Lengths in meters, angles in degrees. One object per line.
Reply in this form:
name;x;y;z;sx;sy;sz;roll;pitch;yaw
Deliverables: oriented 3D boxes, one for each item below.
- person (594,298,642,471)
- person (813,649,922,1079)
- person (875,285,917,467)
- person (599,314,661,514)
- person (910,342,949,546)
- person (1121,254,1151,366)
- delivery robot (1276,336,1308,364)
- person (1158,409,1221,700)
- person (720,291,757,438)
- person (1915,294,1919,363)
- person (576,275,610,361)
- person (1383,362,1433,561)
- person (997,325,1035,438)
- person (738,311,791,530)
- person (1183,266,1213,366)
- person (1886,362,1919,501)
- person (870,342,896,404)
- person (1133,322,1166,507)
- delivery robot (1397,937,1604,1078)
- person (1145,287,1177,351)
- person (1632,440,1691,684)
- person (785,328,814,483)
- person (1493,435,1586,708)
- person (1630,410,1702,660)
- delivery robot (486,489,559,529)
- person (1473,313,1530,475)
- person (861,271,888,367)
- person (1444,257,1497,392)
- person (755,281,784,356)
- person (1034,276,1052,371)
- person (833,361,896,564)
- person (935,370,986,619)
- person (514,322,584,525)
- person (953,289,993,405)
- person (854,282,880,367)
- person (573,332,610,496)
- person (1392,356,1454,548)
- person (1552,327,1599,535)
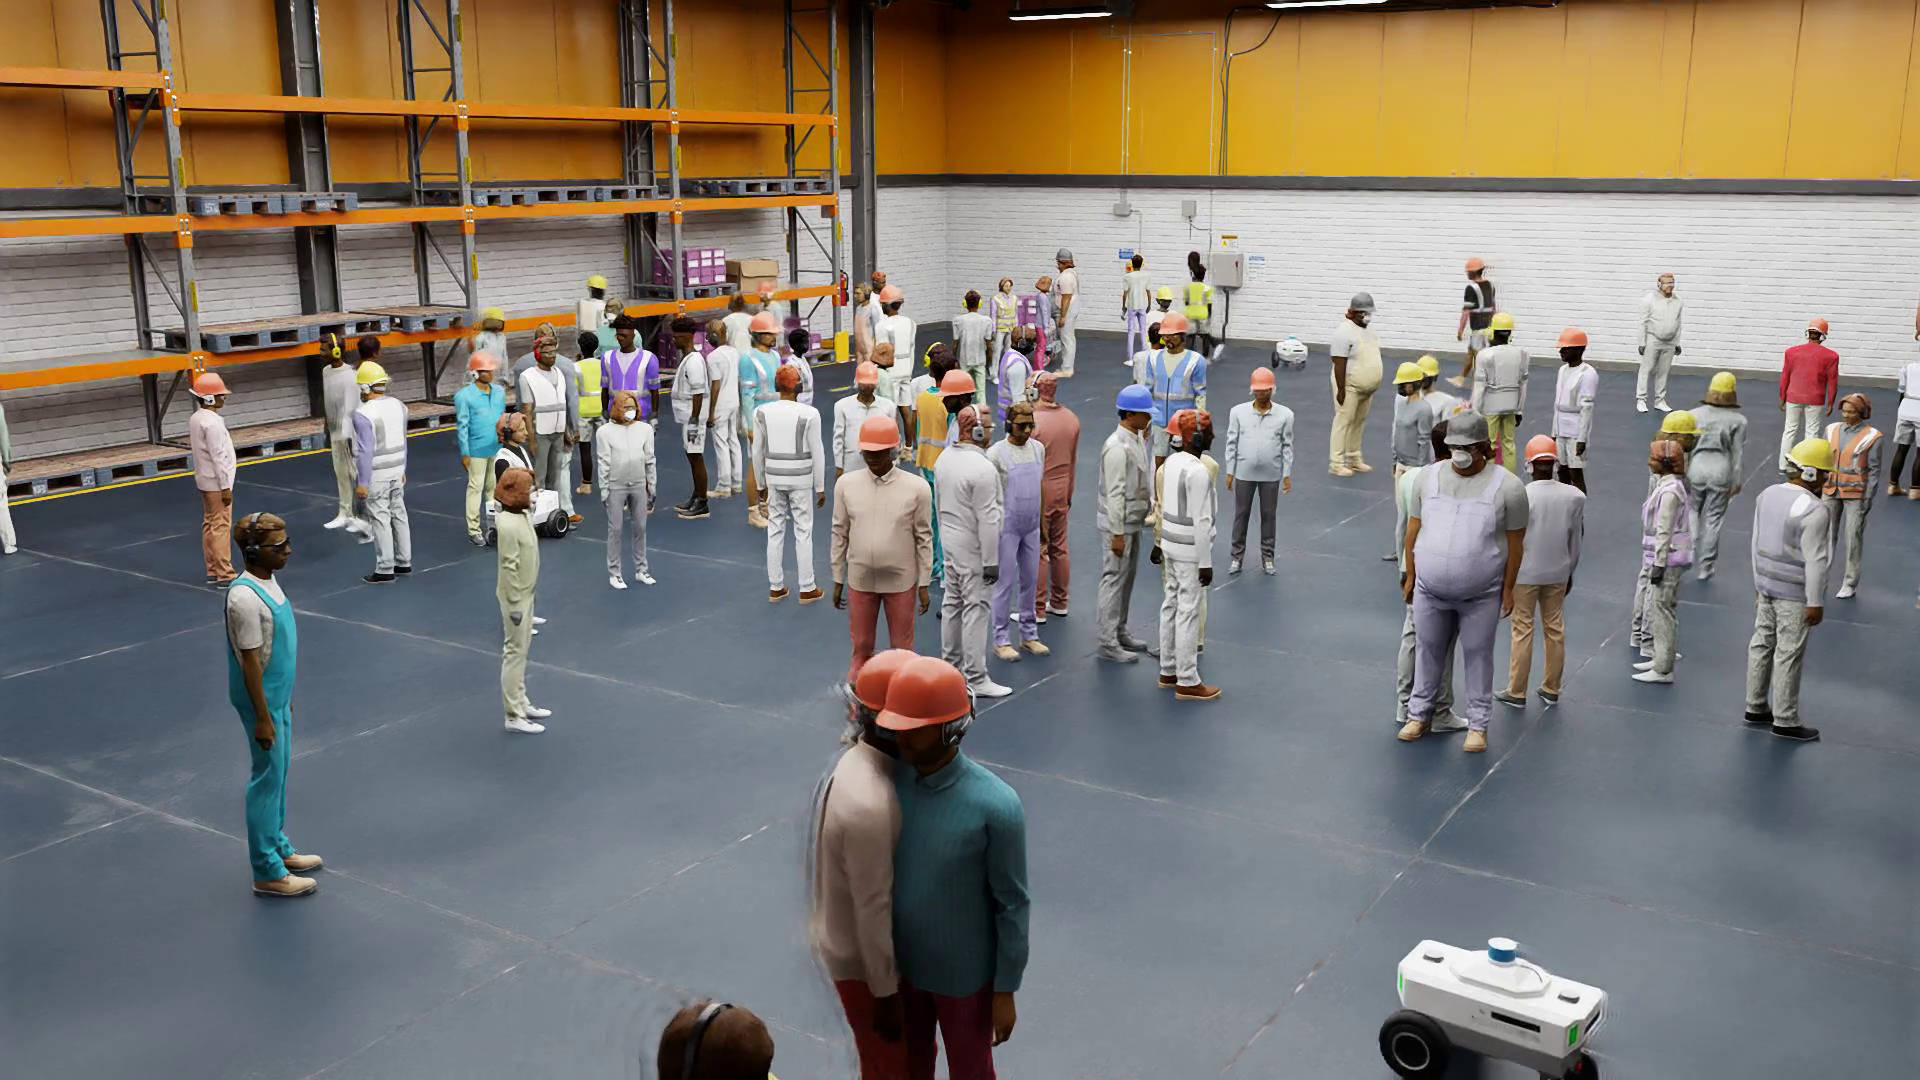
person;-3.792;-1.702;18.410;0.635;1.939;0.361;7;15;29
person;-0.296;1.300;5.313;0.579;1.970;0.643;0;13;-1
person;-0.760;-1.853;18.834;0.390;2.046;0.608;11;17;39
person;-3.237;-1.229;16.300;0.610;1.965;0.363;2;13;7
person;-0.209;-0.835;14.817;0.513;1.865;0.328;-10;16;-36
person;2.957;-3.857;27.908;0.520;1.874;0.327;0;13;-2
delivery robot;5.472;-3.127;27.418;0.477;0.478;0.707;-1;13;-6
person;1.481;0.090;10.762;0.356;1.883;0.573;-3;13;-14
person;-2.827;-2.209;20.874;0.539;1.815;0.749;-8;15;-31
person;14.259;-3.071;24.223;0.618;1.997;0.373;8;15;31
person;-4.857;-2.574;22.279;0.605;1.905;0.479;5;14;22
person;3.836;-0.642;14.222;0.342;1.756;0.534;-3;13;-12
person;0.587;-1.207;16.505;0.429;1.837;0.623;-1;13;-3
person;-1.827;-1.132;15.708;0.378;2.045;0.605;6;14;23
person;3.970;-3.743;27.832;0.548;1.678;0.525;6;14;26
person;9.785;-1.236;16.950;0.320;1.687;0.539;-5;14;-22
person;-0.778;-1.190;16.860;0.274;1.632;0.503;-4;13;-15
person;1.943;-1.256;16.673;0.523;1.857;0.346;13;18;44
delivery robot;2.035;1.745;6.286;0.707;0.478;0.477;10;16;36
person;2.710;-2.501;22.260;0.522;1.768;0.312;-7;15;-28
person;4.692;0.140;11.102;0.321;1.627;0.509;5;14;20
person;-1.709;-1.396;17.613;0.317;1.695;0.540;1;13;5
person;3.661;0.200;10.586;0.560;1.744;0.338;-3;13;-12
person;4.956;-0.045;11.654;0.308;1.743;0.494;2;13;8
delivery robot;-3.981;-0.295;15.134;0.477;0.478;0.707;6;14;24
person;5.433;-1.329;16.818;0.585;1.928;0.368;-3;13;-14
person;-1.174;-2.869;23.624;0.351;1.878;0.568;13;18;43
person;7.600;-3.183;24.714;0.632;1.993;0.981;-12;17;-41
person;-2.673;-2.801;23.602;0.477;1.736;0.589;-11;17;-40
person;1.305;-3.317;26.083;0.278;1.633;0.498;-2;13;-7
person;-0.813;-0.665;14.315;0.560;1.753;0.328;-3;13;-12
person;0.007;-0.305;12.388;0.377;1.930;0.540;-4;14;-17
person;-3.881;-1.085;15.735;0.635;1.937;0.354;4;13;15
person;0.153;-2.151;20.538;0.509;1.862;0.326;1;13;2
person;-1.237;-2.493;22.050;0.342;1.845;0.506;-8;15;-32
person;-3.817;-1.306;17.223;0.542;1.695;0.316;-9;16;-35
person;4.080;-0.755;14.734;0.536;1.722;0.883;5;14;20
person;5.645;-1.006;15.420;0.376;1.934;0.546;-3;13;-11
